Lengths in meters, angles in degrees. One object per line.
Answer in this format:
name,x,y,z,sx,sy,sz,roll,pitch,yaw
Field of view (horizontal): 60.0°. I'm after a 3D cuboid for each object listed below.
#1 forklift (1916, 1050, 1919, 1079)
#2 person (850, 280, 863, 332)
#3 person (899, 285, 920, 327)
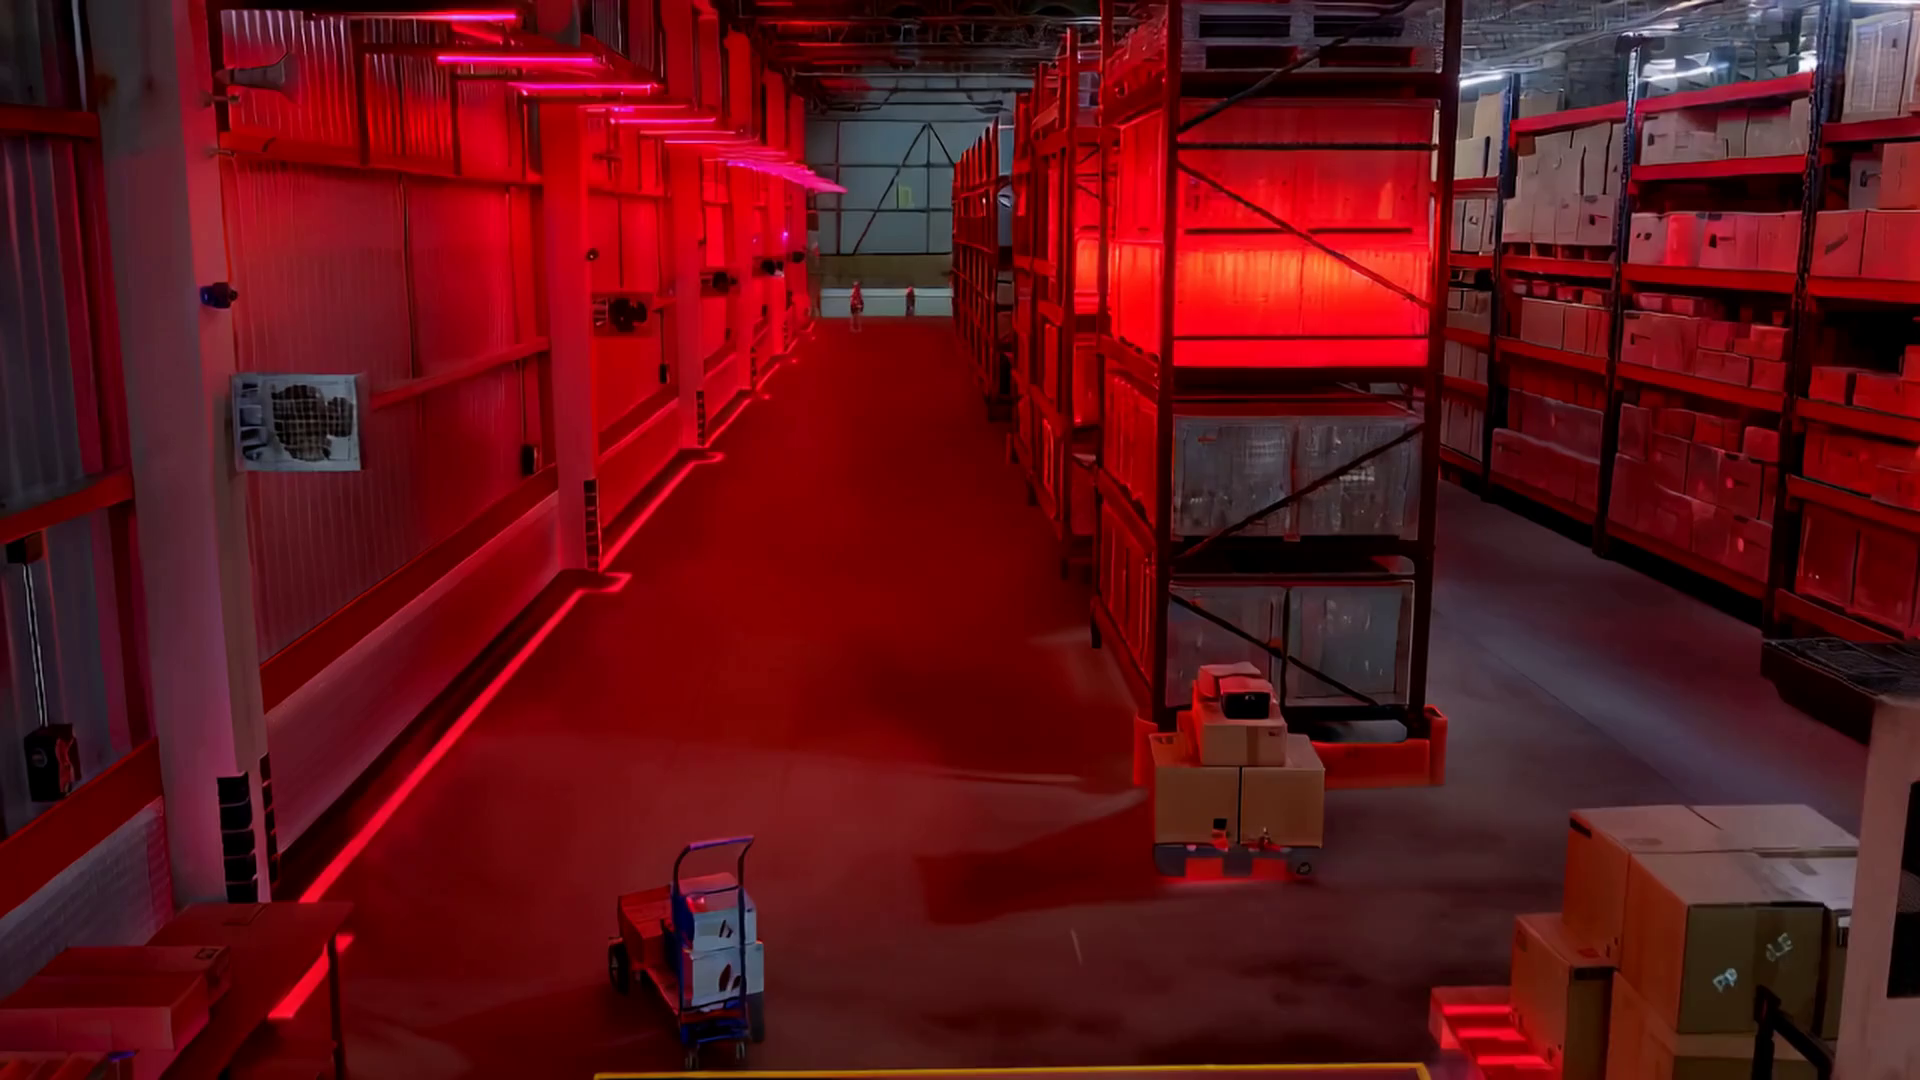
forklift,3.158,1.773,4.627,1.129,2.768,1.873,0,11,-2
person,-3.762,-8.567,60.939,0.559,1.924,0.425,7,13,33
person,-1.976,-8.997,63.987,0.794,1.606,0.508,1,11,5
